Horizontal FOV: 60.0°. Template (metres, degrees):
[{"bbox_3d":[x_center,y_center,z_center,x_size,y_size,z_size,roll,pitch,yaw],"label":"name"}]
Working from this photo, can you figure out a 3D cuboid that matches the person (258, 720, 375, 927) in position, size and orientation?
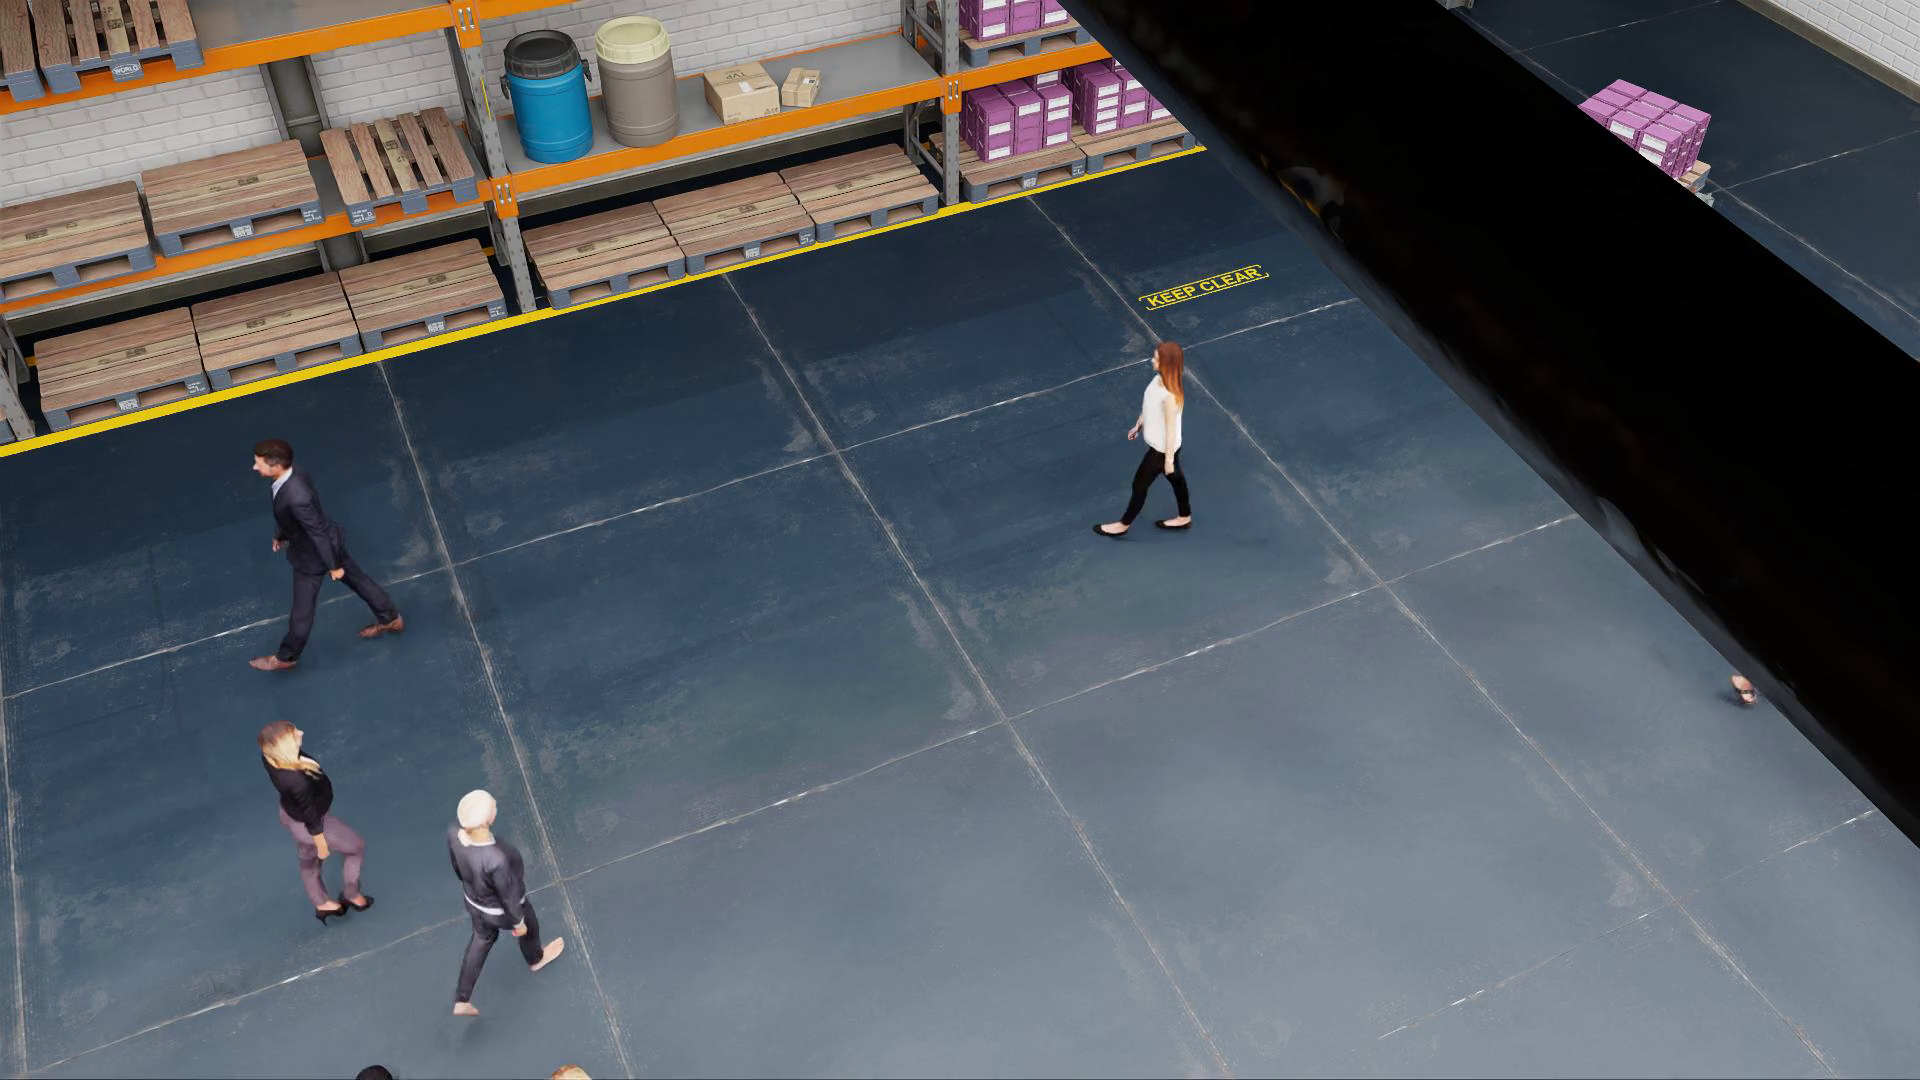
[{"bbox_3d":[-3.706,1.639,9.284,0.703,1.655,0.742,31,52,28],"label":"person"}]

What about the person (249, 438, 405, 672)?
[{"bbox_3d":[-4.111,0.043,10.845,1.219,1.813,0.663,-16,46,-16],"label":"person"}]

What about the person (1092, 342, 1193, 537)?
[{"bbox_3d":[1.515,-0.676,11.687,1.041,1.693,0.871,5,44,5],"label":"person"}]

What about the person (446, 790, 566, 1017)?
[{"bbox_3d":[-2.544,1.970,8.902,0.965,1.704,1.107,23,48,23],"label":"person"}]
